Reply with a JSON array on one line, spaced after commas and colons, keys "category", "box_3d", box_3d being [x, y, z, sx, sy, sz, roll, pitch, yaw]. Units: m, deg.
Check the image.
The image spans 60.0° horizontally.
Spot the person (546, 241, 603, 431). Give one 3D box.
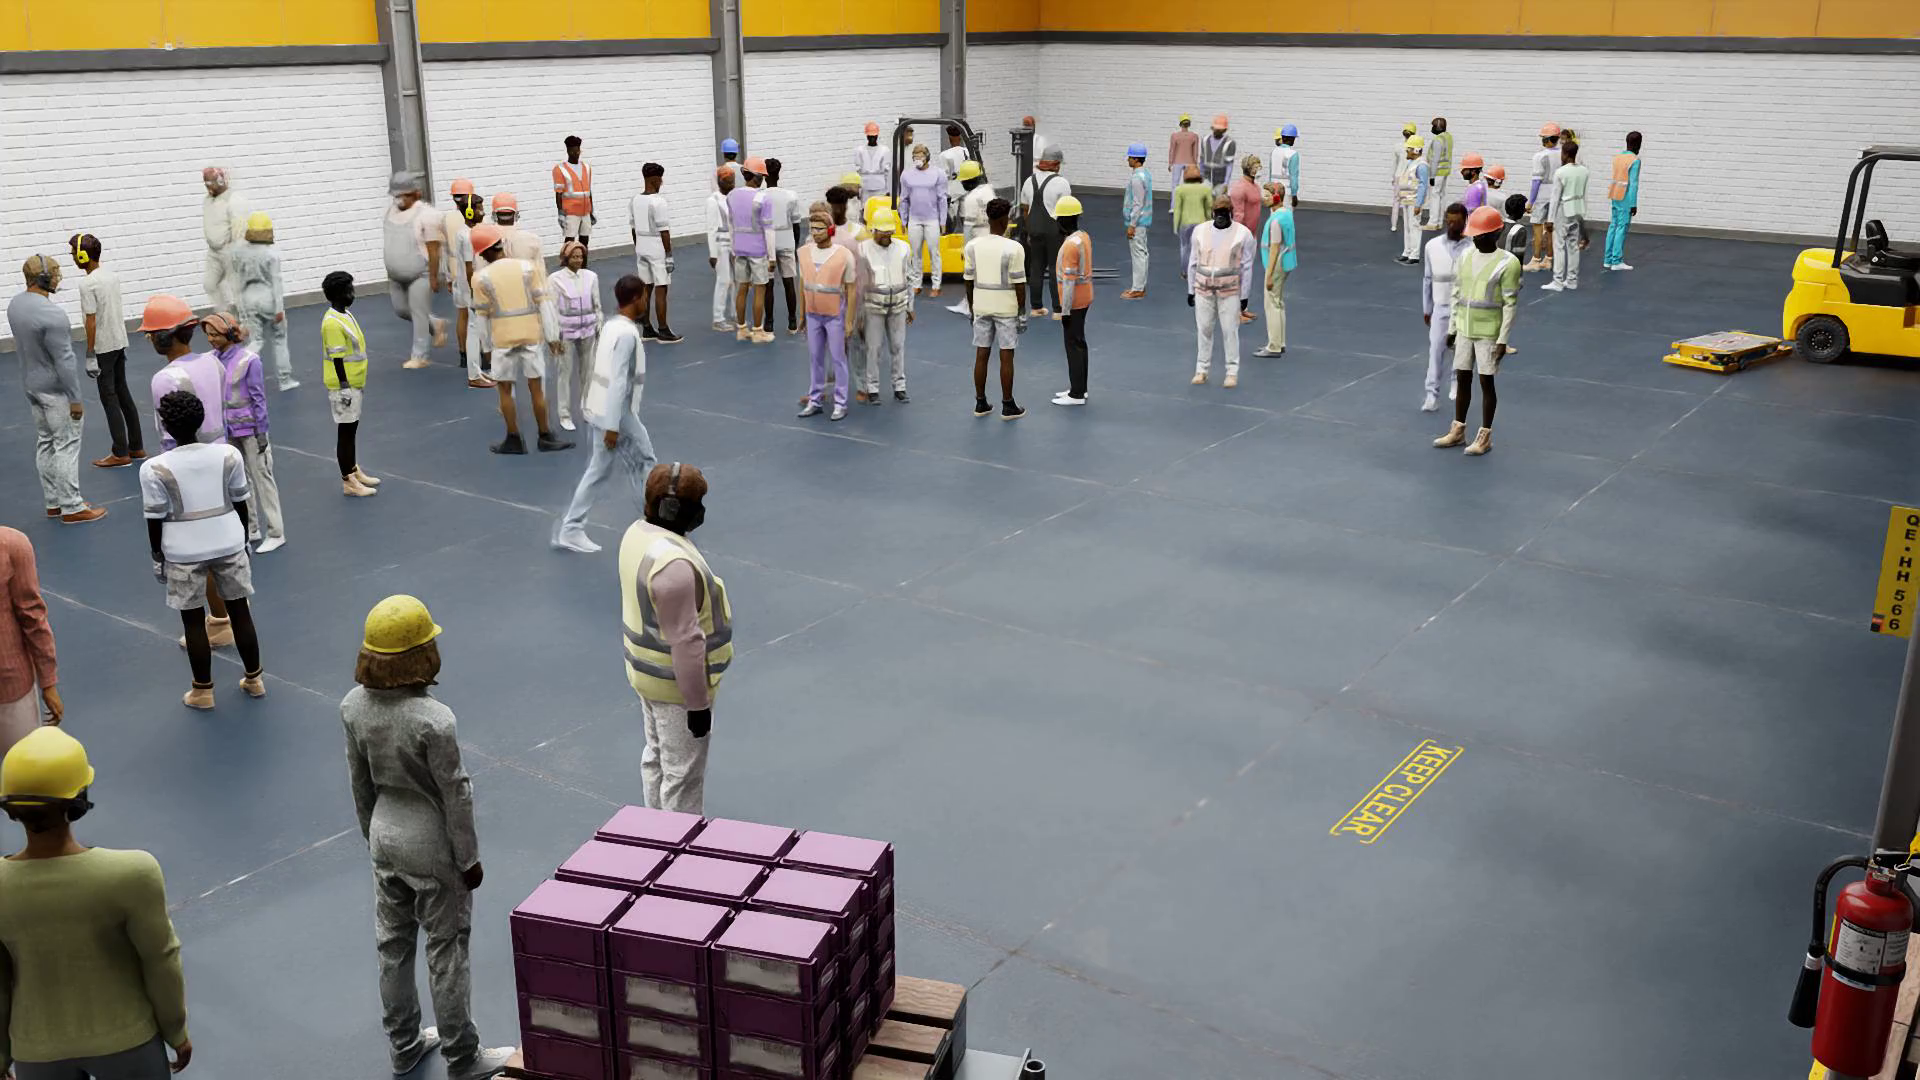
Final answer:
[{"category": "person", "box_3d": [-3.346, -1.780, 14.487, 0.515, 1.637, 0.314, -16, 23, -40]}]

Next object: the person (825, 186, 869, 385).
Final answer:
[{"category": "person", "box_3d": [-1.093, -2.546, 16.437, 0.579, 1.919, 0.950, 15, 23, 38]}]

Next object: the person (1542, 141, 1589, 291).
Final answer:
[{"category": "person", "box_3d": [7.903, -4.210, 21.653, 0.591, 1.906, 0.405, -11, 21, -30]}]

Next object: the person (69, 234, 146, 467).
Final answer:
[{"category": "person", "box_3d": [-6.827, -1.507, 13.276, 0.343, 1.857, 0.521, 1, 18, 2]}]

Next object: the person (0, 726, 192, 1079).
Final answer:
[{"category": "person", "box_3d": [-2.359, 1.341, 4.506, 0.526, 1.769, 0.330, -4, 18, -12]}]

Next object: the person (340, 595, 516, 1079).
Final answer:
[{"category": "person", "box_3d": [-1.801, 1.013, 5.570, 0.486, 1.744, 0.294, 8, 19, 23]}]

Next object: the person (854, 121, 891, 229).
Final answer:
[{"category": "person", "box_3d": [-1.321, -5.336, 25.135, 0.553, 1.930, 0.389, 1, 18, 4]}]

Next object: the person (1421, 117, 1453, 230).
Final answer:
[{"category": "person", "box_3d": [7.896, -6.055, 27.540, 0.429, 1.837, 0.624, 11, 21, 31]}]

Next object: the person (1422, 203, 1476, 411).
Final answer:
[{"category": "person", "box_3d": [4.531, -2.151, 15.270, 0.608, 1.872, 0.995, 8, 19, 23]}]

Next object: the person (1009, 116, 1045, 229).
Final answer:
[{"category": "person", "box_3d": [1.131, -6.107, 27.695, 0.603, 1.828, 0.972, 14, 22, 37]}]

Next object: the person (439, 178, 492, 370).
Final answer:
[{"category": "person", "box_3d": [-4.971, -2.694, 16.876, 0.551, 1.925, 0.389, 4, 18, 14]}]

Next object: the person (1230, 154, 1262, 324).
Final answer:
[{"category": "person", "box_3d": [3.325, -3.509, 19.398, 0.371, 1.940, 0.627, 9, 20, 26]}]

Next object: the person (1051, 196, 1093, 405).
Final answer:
[{"category": "person", "box_3d": [1.022, -2.204, 15.358, 0.397, 1.919, 0.582, 5, 18, 15]}]

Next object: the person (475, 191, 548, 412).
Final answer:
[{"category": "person", "box_3d": [-4.024, -2.125, 14.981, 0.622, 1.990, 0.402, -7, 19, -21]}]

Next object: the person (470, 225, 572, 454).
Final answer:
[{"category": "person", "box_3d": [-3.598, -1.642, 13.665, 0.714, 1.891, 0.376, -8, 19, -22]}]

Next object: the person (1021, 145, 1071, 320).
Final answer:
[{"category": "person", "box_3d": [1.082, -3.636, 19.630, 0.675, 2.000, 0.537, 16, 24, 41]}]

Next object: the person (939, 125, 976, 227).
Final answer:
[{"category": "person", "box_3d": [-0.054, -5.010, 24.060, 0.600, 1.958, 0.379, -11, 21, -31]}]

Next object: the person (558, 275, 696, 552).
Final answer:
[{"category": "person", "box_3d": [-2.287, -0.840, 11.214, 0.992, 1.847, 0.653, -8, 19, -24]}]

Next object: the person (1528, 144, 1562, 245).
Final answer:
[{"category": "person", "box_3d": [9.182, -5.518, 25.919, 0.837, 1.807, 0.562, -9, 20, -26]}]

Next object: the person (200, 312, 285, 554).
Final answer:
[{"category": "person", "box_3d": [-4.845, -0.727, 11.196, 0.523, 1.631, 0.318, 7, 19, 22]}]

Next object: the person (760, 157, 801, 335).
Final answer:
[{"category": "person", "box_3d": [-2.075, -3.281, 18.639, 0.605, 1.966, 0.373, -5, 18, -16]}]

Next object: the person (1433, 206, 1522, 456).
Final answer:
[{"category": "person", "box_3d": [4.228, -1.704, 13.601, 0.392, 2.033, 0.605, -12, 21, -32]}]

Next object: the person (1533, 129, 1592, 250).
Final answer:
[{"category": "person", "box_3d": [9.250, -5.301, 25.197, 0.914, 1.828, 0.513, -6, 19, -18]}]

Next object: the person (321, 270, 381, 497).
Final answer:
[{"category": "person", "box_3d": [-4.596, -1.173, 12.483, 0.318, 1.697, 0.533, -4, 18, -11]}]

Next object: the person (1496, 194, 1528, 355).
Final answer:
[{"category": "person", "box_3d": [5.792, -2.813, 17.628, 0.320, 1.688, 0.536, -5, 18, -15]}]

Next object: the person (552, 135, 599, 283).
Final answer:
[{"category": "person", "box_3d": [-5.068, -4.350, 21.984, 0.361, 1.963, 0.617, 14, 22, 36]}]

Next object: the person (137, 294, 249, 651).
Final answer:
[{"category": "person", "box_3d": [-4.350, -0.373, 9.422, 0.382, 2.040, 0.616, 1, 18, 3]}]

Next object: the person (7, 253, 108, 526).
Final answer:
[{"category": "person", "box_3d": [-6.387, -1.050, 11.733, 0.636, 1.928, 0.383, 12, 21, 34]}]

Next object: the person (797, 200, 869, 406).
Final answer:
[{"category": "person", "box_3d": [-1.141, -2.166, 15.289, 0.643, 1.900, 0.703, 12, 22, 34]}]

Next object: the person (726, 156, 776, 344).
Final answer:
[{"category": "person", "box_3d": [-2.247, -3.155, 18.147, 0.619, 2.029, 0.410, 11, 21, 32]}]

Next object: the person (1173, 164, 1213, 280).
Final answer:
[{"category": "person", "box_3d": [3.099, -4.199, 22.139, 0.526, 1.574, 0.907, 1, 18, 3]}]

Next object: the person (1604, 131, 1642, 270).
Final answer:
[{"category": "person", "box_3d": [9.326, -4.769, 23.391, 0.397, 1.911, 0.587, -2, 18, -6]}]

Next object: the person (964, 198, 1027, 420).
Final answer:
[{"category": "person", "box_3d": [0.328, -2.052, 14.794, 0.606, 1.966, 0.367, 9, 20, 27]}]

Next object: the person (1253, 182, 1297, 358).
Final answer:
[{"category": "person", "box_3d": [3.324, -2.826, 17.435, 0.393, 1.830, 0.584, 6, 19, 19]}]

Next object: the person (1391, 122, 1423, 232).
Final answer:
[{"category": "person", "box_3d": [7.320, -5.938, 27.276, 0.522, 1.769, 0.310, 10, 20, 29]}]

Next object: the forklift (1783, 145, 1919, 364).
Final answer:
[{"category": "forklift", "box_3d": [9.803, -2.879, 17.013, 2.313, 2.155, 1.214, 12, 21, 33]}]

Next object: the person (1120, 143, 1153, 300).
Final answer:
[{"category": "person", "box_3d": [2.226, -4.001, 20.919, 0.389, 1.949, 0.603, 5, 18, 15]}]

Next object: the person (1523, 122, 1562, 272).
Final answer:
[{"category": "person", "box_3d": [8.126, -4.761, 23.145, 0.607, 2.044, 0.374, -10, 20, -29]}]

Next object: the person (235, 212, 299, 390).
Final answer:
[{"category": "person", "box_3d": [-6.647, -2.225, 15.745, 0.496, 1.717, 0.655, 3, 18, 11]}]

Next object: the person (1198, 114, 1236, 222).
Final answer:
[{"category": "person", "box_3d": [3.962, -5.619, 25.915, 0.633, 1.983, 0.970, 10, 20, 28]}]

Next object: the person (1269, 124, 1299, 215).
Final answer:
[{"category": "person", "box_3d": [4.737, -5.079, 24.316, 0.415, 1.939, 0.604, -9, 20, -25]}]

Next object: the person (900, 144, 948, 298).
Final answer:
[{"category": "person", "box_3d": [-0.467, -4.040, 21.086, 0.635, 1.928, 0.383, 5, 18, 16]}]

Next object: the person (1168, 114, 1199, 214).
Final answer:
[{"category": "person", "box_3d": [3.995, -6.726, 29.762, 0.532, 1.755, 0.341, -2, 18, -5]}]

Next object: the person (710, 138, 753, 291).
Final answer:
[{"category": "person", "box_3d": [-2.937, -4.206, 21.563, 0.602, 1.948, 0.386, -8, 20, -25]}]

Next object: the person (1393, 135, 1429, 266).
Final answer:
[{"category": "person", "box_3d": [6.454, -4.846, 23.751, 0.403, 1.830, 0.600, -1, 18, -3]}]

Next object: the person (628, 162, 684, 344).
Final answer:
[{"category": "person", "box_3d": [-3.339, -3.136, 18.195, 0.602, 1.959, 0.379, 15, 23, 40]}]

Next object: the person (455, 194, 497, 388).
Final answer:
[{"category": "person", "box_3d": [-4.681, -2.396, 16.052, 0.324, 1.861, 0.510, -6, 19, -17]}]

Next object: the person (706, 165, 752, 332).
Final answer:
[{"category": "person", "box_3d": [-2.651, -3.311, 18.919, 0.363, 1.858, 0.613, 10, 20, 29]}]

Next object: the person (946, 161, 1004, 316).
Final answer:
[{"category": "person", "box_3d": [0.196, -3.505, 19.501, 0.898, 1.866, 0.650, 7, 19, 20]}]

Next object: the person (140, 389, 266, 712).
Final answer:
[{"category": "person", "box_3d": [-3.940, 0.055, 8.661, 0.539, 1.693, 0.321, -16, 24, -40]}]

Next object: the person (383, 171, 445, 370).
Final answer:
[{"category": "person", "box_3d": [-5.525, -2.785, 16.969, 0.712, 2.000, 0.763, 8, 20, 24]}]

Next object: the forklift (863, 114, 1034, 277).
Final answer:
[{"category": "forklift", "box_3d": [-0.171, -4.594, 22.377, 2.313, 2.155, 1.214, 1, 18, 3]}]

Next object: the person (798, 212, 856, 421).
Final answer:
[{"category": "person", "box_3d": [-1.179, -1.990, 14.793, 0.564, 1.847, 0.397, 9, 20, 26]}]

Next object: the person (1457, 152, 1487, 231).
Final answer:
[{"category": "person", "box_3d": [6.029, -3.614, 19.744, 0.388, 1.930, 0.544, 6, 19, 18]}]

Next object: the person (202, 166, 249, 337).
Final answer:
[{"category": "person", "box_3d": [-8.189, -3.171, 18.420, 0.684, 1.882, 0.571, 10, 20, 28]}]

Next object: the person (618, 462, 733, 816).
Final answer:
[{"category": "person", "box_3d": [-1.137, 0.578, 6.781, 0.430, 1.838, 0.619, -8, 20, -24]}]

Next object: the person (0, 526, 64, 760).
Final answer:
[{"category": "person", "box_3d": [-3.861, 0.598, 6.491, 0.631, 1.980, 0.410, -8, 19, -23]}]

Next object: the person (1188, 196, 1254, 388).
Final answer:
[{"category": "person", "box_3d": [2.503, -2.401, 16.103, 0.632, 1.836, 0.429, 8, 19, 24]}]

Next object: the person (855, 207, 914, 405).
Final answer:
[{"category": "person", "box_3d": [-0.697, -2.156, 15.360, 0.602, 1.821, 0.403, -7, 19, -20]}]

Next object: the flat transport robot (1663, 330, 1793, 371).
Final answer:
[{"category": "flat transport robot", "box_3d": [8.007, -1.980, 17.310, 1.431, 0.197, 0.652, -14, 22, -36]}]
